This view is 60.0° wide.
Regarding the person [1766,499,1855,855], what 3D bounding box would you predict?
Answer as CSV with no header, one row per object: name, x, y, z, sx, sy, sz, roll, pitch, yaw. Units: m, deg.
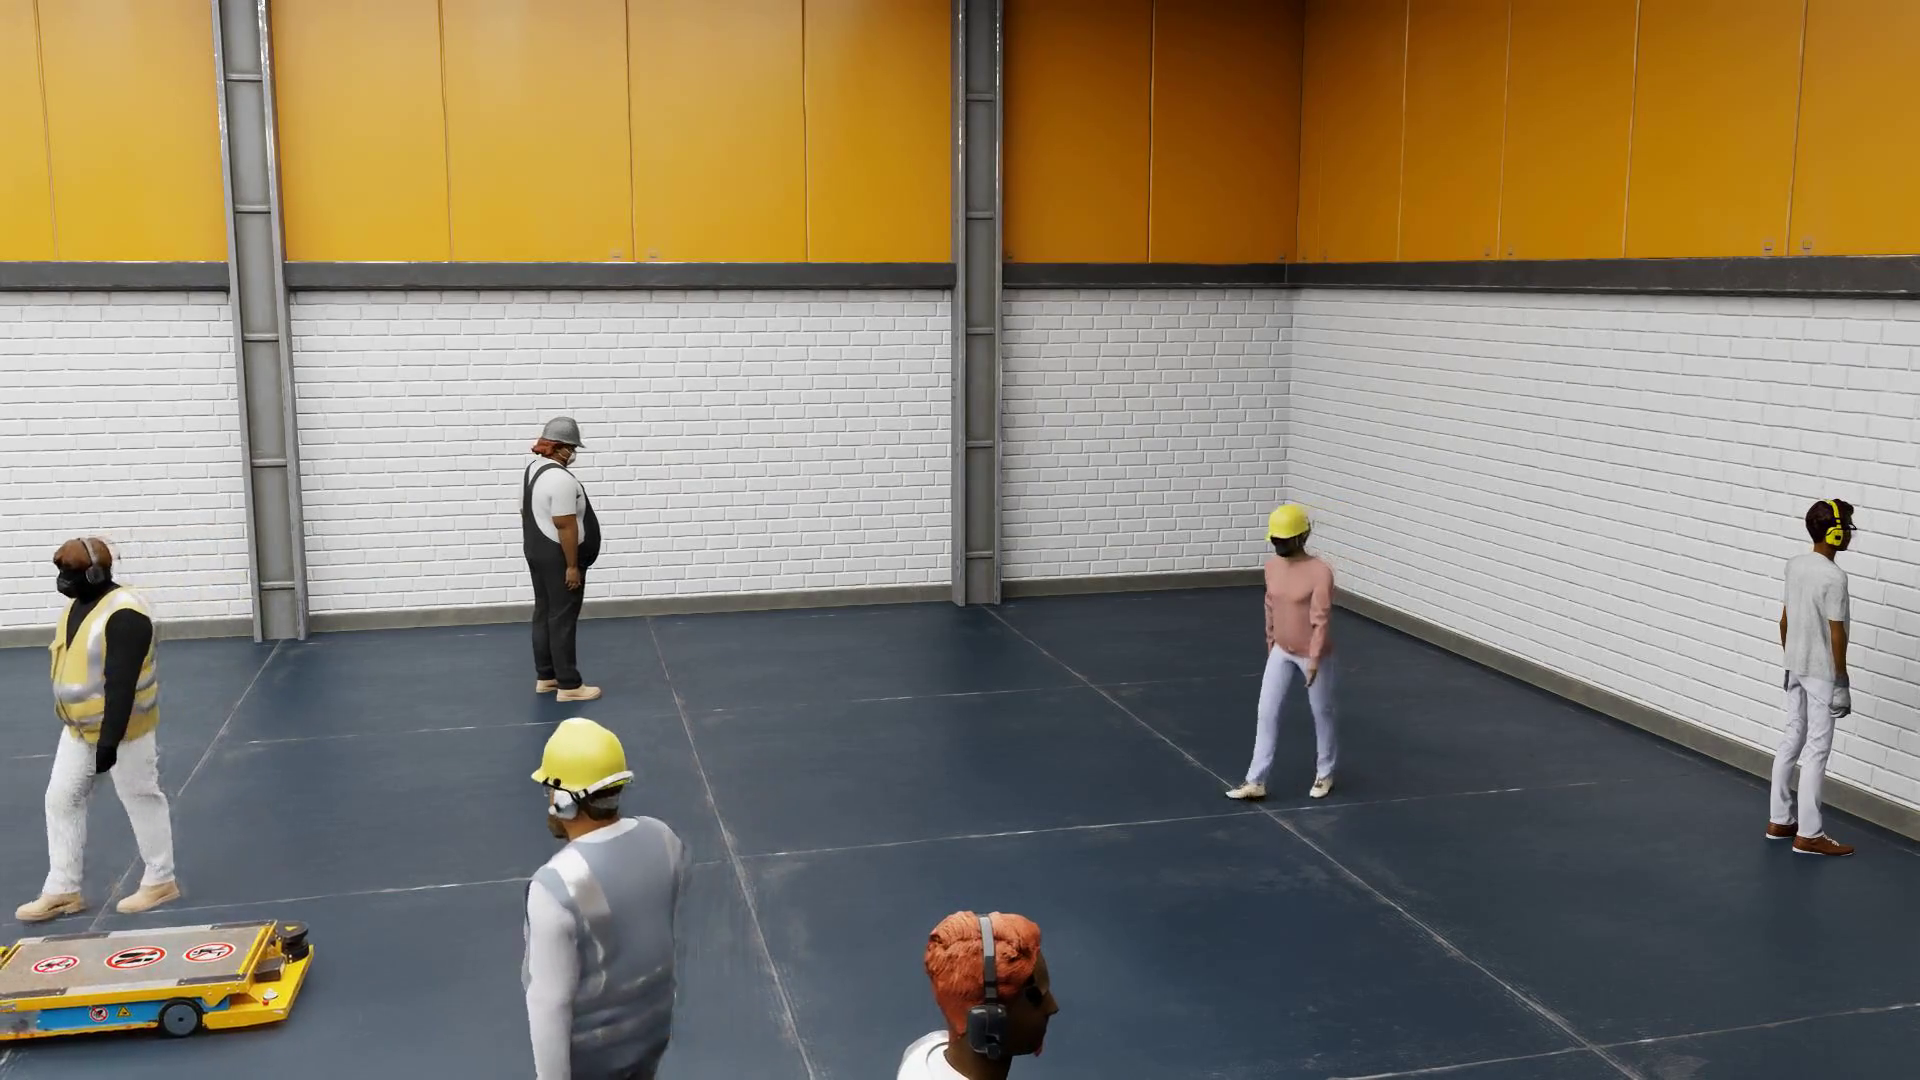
person,4.506,0.711,8.737,0.328,1.872,0.513,-1,9,-7

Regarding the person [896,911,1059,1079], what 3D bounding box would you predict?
person,0.039,1.603,3.132,0.354,1.883,0.576,-2,9,-14

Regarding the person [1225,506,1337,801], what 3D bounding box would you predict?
person,1.884,0.663,9.466,0.830,1.714,0.547,-8,12,-40

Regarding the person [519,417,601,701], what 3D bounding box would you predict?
person,-2.844,0.116,11.919,0.536,2.000,0.683,-7,11,-35

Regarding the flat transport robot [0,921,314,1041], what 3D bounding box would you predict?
flat transport robot,-3.467,1.814,6.826,1.431,0.197,0.652,-2,9,-12

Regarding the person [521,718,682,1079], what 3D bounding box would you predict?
person,-0.968,1.395,4.653,0.500,1.820,0.598,5,10,29

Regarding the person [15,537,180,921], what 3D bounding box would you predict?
person,-4.072,0.903,7.740,0.627,1.814,0.790,6,11,33
